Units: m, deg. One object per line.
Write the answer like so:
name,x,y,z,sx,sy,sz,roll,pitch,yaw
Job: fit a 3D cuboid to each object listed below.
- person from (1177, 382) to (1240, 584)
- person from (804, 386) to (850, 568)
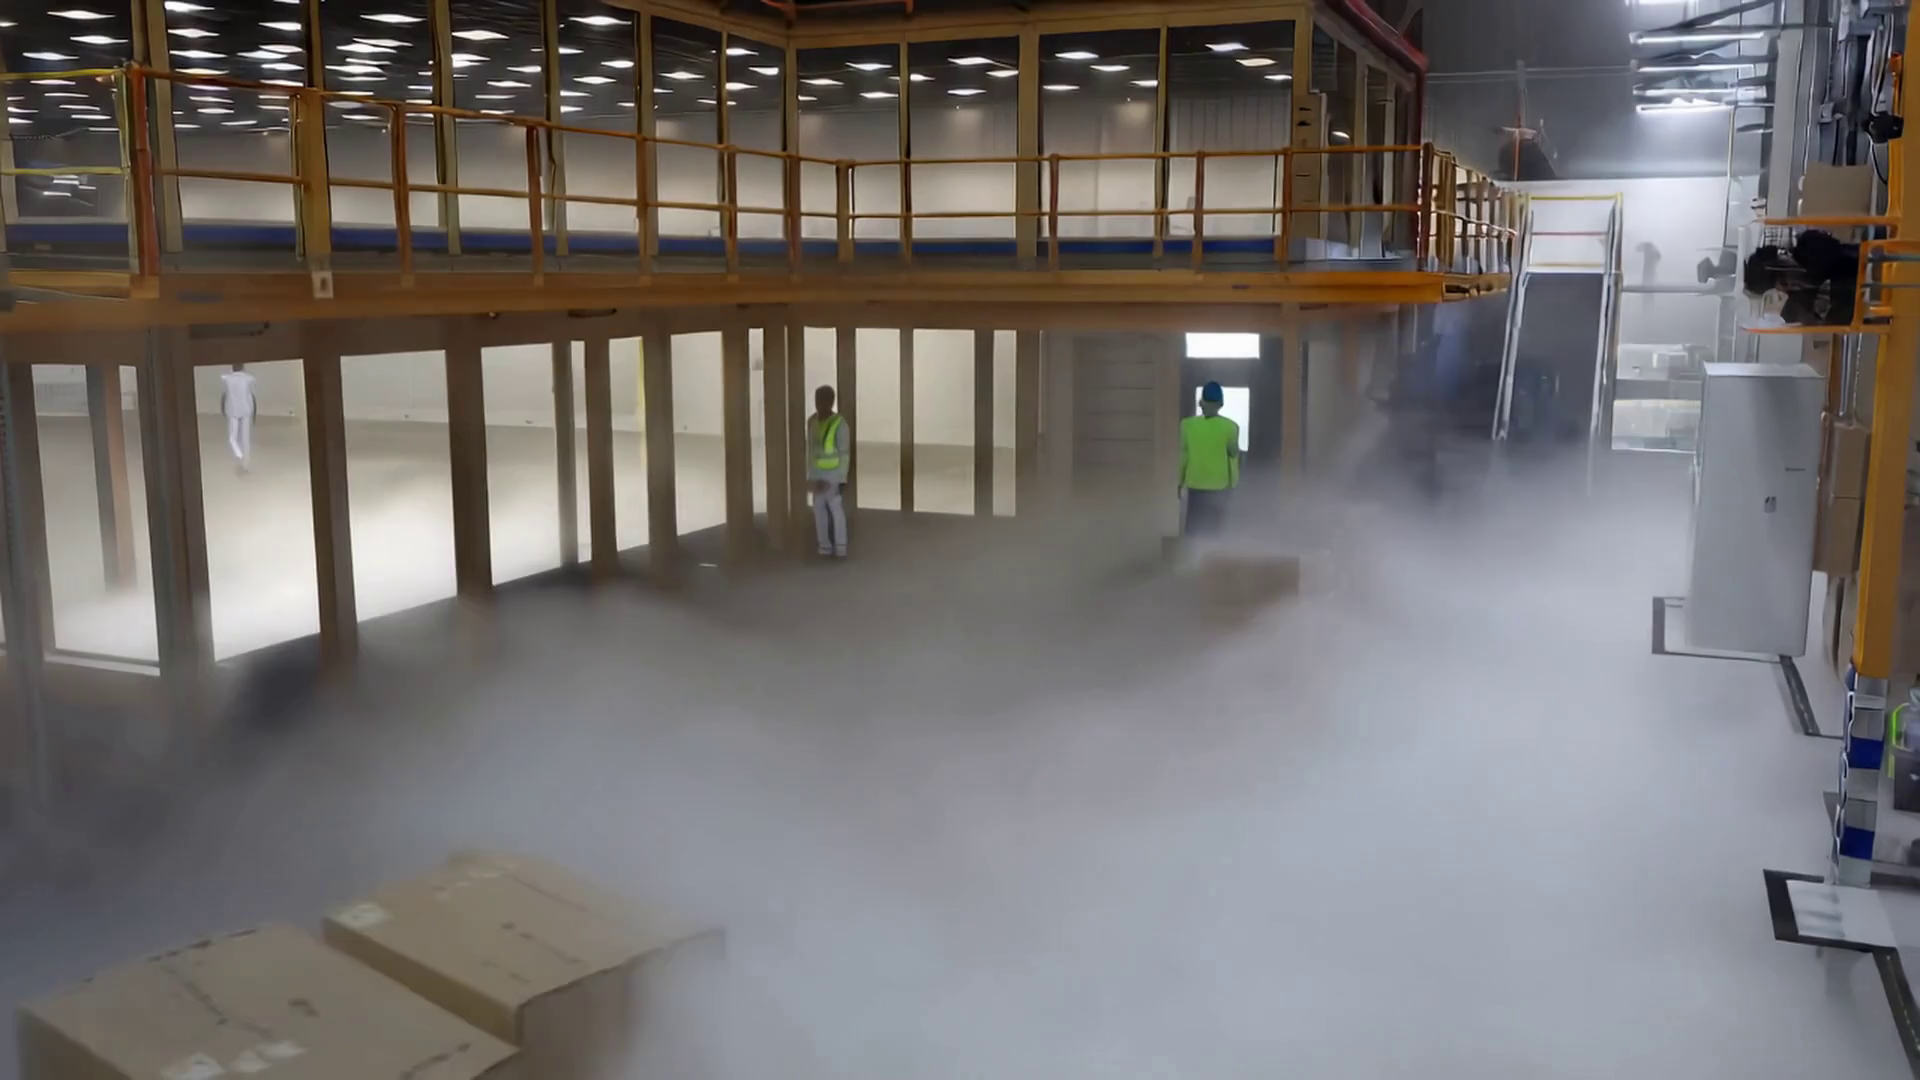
person,2.425,-0.556,16.261,0.612,1.986,0.406,1,9,6
person,-1.378,-0.653,17.200,0.576,1.877,0.348,7,12,38
